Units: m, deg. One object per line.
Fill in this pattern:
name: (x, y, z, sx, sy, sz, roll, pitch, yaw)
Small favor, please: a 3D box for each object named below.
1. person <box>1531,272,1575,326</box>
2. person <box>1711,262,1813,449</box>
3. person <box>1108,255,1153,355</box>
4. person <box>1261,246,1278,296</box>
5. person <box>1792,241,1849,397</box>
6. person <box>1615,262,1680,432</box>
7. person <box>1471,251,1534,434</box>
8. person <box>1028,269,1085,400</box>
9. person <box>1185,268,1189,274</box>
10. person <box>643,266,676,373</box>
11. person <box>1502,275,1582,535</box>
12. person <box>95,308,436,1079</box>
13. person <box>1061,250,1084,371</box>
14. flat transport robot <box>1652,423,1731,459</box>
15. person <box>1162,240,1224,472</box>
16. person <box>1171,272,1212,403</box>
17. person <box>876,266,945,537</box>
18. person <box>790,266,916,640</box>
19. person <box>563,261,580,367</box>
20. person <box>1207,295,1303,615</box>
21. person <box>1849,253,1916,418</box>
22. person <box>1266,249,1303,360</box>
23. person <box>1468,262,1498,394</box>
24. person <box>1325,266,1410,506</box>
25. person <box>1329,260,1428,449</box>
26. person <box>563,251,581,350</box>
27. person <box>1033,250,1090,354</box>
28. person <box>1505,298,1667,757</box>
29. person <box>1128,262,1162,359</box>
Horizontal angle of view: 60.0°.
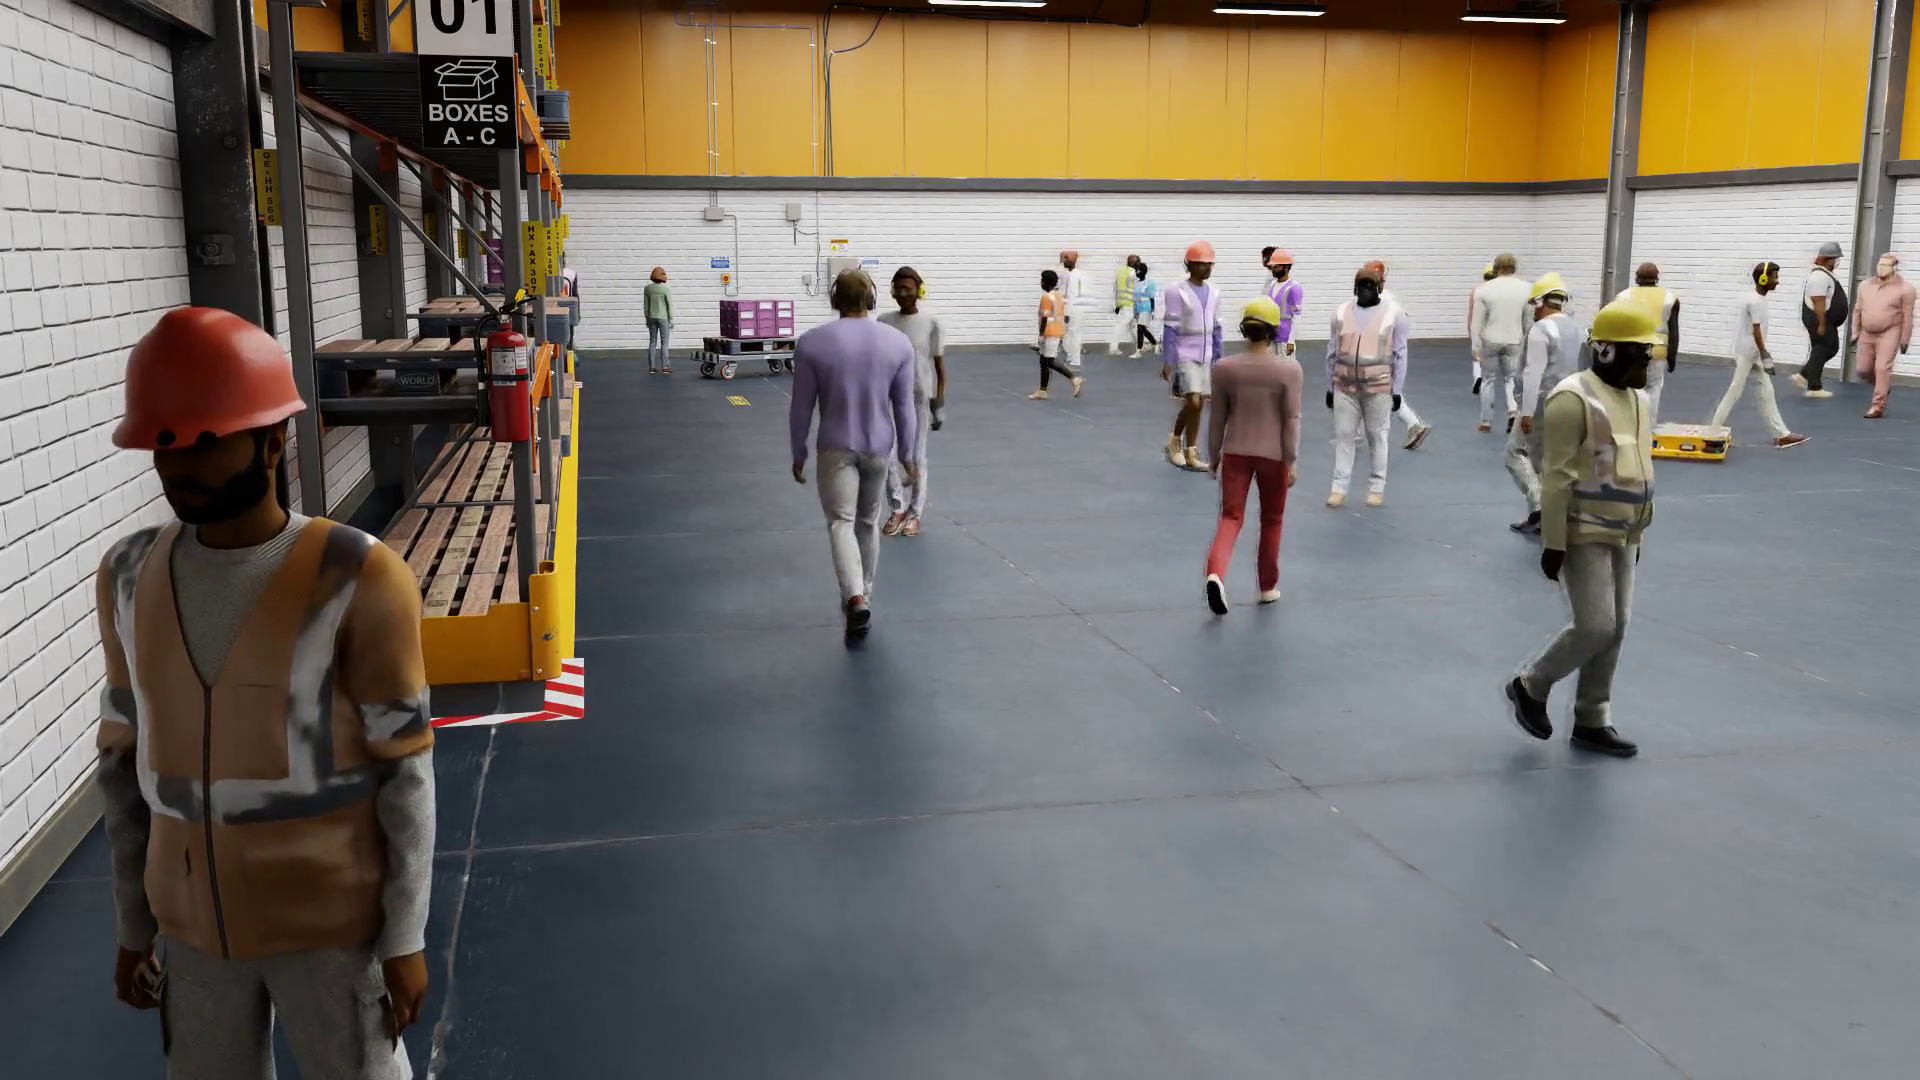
person: (6.158, -1.926, 17.294, 0.543, 1.704, 0.729, -2, 10, -11)
person: (7.779, -1.767, 16.132, 0.970, 1.817, 0.508, 7, 13, 35)
person: (3.041, -4.171, 29.572, 1.031, 1.778, 0.628, -5, 11, -26)
person: (4.868, -3.699, 26.498, 0.795, 1.927, 0.604, 3, 11, 14)
person: (11.222, -2.866, 21.586, 0.536, 2.000, 0.703, 6, 12, 30)
person: (6.820, -1.857, 16.643, 0.625, 1.803, 0.869, 3, 11, 14)
person: (5.642, -2.033, 17.315, 0.646, 1.924, 0.679, 1, 10, 6)
person: (1.229, -2.593, 21.093, 0.712, 1.669, 0.534, 3, 11, 17)
person: (3.643, -3.514, 26.291, 0.310, 1.638, 0.523, 10, 14, 43)
person: (-4.611, -3.371, 25.512, 0.507, 1.632, 0.265, 4, 11, 22)
person: (4.017, -0.914, 11.466, 0.612, 1.793, 0.404, -9, 13, -40)
person: (-1.125, 0.601, 2.672, 0.551, 1.932, 0.378, 1, 10, 8)
person: (1.676, -3.549, 25.835, 0.494, 1.870, 0.604, 1, 10, 8)
flat transport robot: (6.981, -0.953, 15.889, 0.652, 0.197, 1.431, 5, 11, 26)
person: (2.070, -1.597, 14.582, 0.644, 2.029, 0.422, -7, 13, -35)
person: (3.049, -2.712, 20.972, 0.965, 1.945, 0.642, 8, 13, 37)
person: (-0.372, -0.934, 11.381, 0.552, 1.857, 0.494, 2, 11, 14)
person: (-0.539, -0.457, 8.626, 0.647, 1.913, 0.933, -3, 11, -14)
person: (-6.378, -3.587, 26.303, 0.639, 1.793, 0.613, 8, 13, 38)
person: (1.586, -0.460, 9.097, 0.528, 1.742, 0.778, 5, 11, 26)
person: (10.626, -2.352, 19.134, 0.595, 1.891, 0.655, -6, 12, -32)
person: (3.556, -2.260, 18.513, 0.360, 1.938, 0.545, -5, 11, -26)
person: (6.849, -2.711, 21.540, 0.530, 1.750, 0.555, 3, 11, 16)
person: (3.098, -1.175, 12.773, 0.625, 1.843, 0.429, 6, 12, 28)
person: (4.109, -1.796, 16.200, 0.899, 1.858, 0.577, 7, 13, 36)
person: (-6.180, -3.530, 25.649, 0.668, 1.904, 0.460, -2, 10, -10)
person: (1.786, -4.218, 29.591, 0.989, 1.866, 0.654, -3, 11, -14)
person: (2.502, -0.040, 6.542, 0.619, 1.814, 0.436, -8, 13, -37)
person: (3.225, -3.972, 28.771, 0.784, 1.660, 0.541, -7, 12, -33)
